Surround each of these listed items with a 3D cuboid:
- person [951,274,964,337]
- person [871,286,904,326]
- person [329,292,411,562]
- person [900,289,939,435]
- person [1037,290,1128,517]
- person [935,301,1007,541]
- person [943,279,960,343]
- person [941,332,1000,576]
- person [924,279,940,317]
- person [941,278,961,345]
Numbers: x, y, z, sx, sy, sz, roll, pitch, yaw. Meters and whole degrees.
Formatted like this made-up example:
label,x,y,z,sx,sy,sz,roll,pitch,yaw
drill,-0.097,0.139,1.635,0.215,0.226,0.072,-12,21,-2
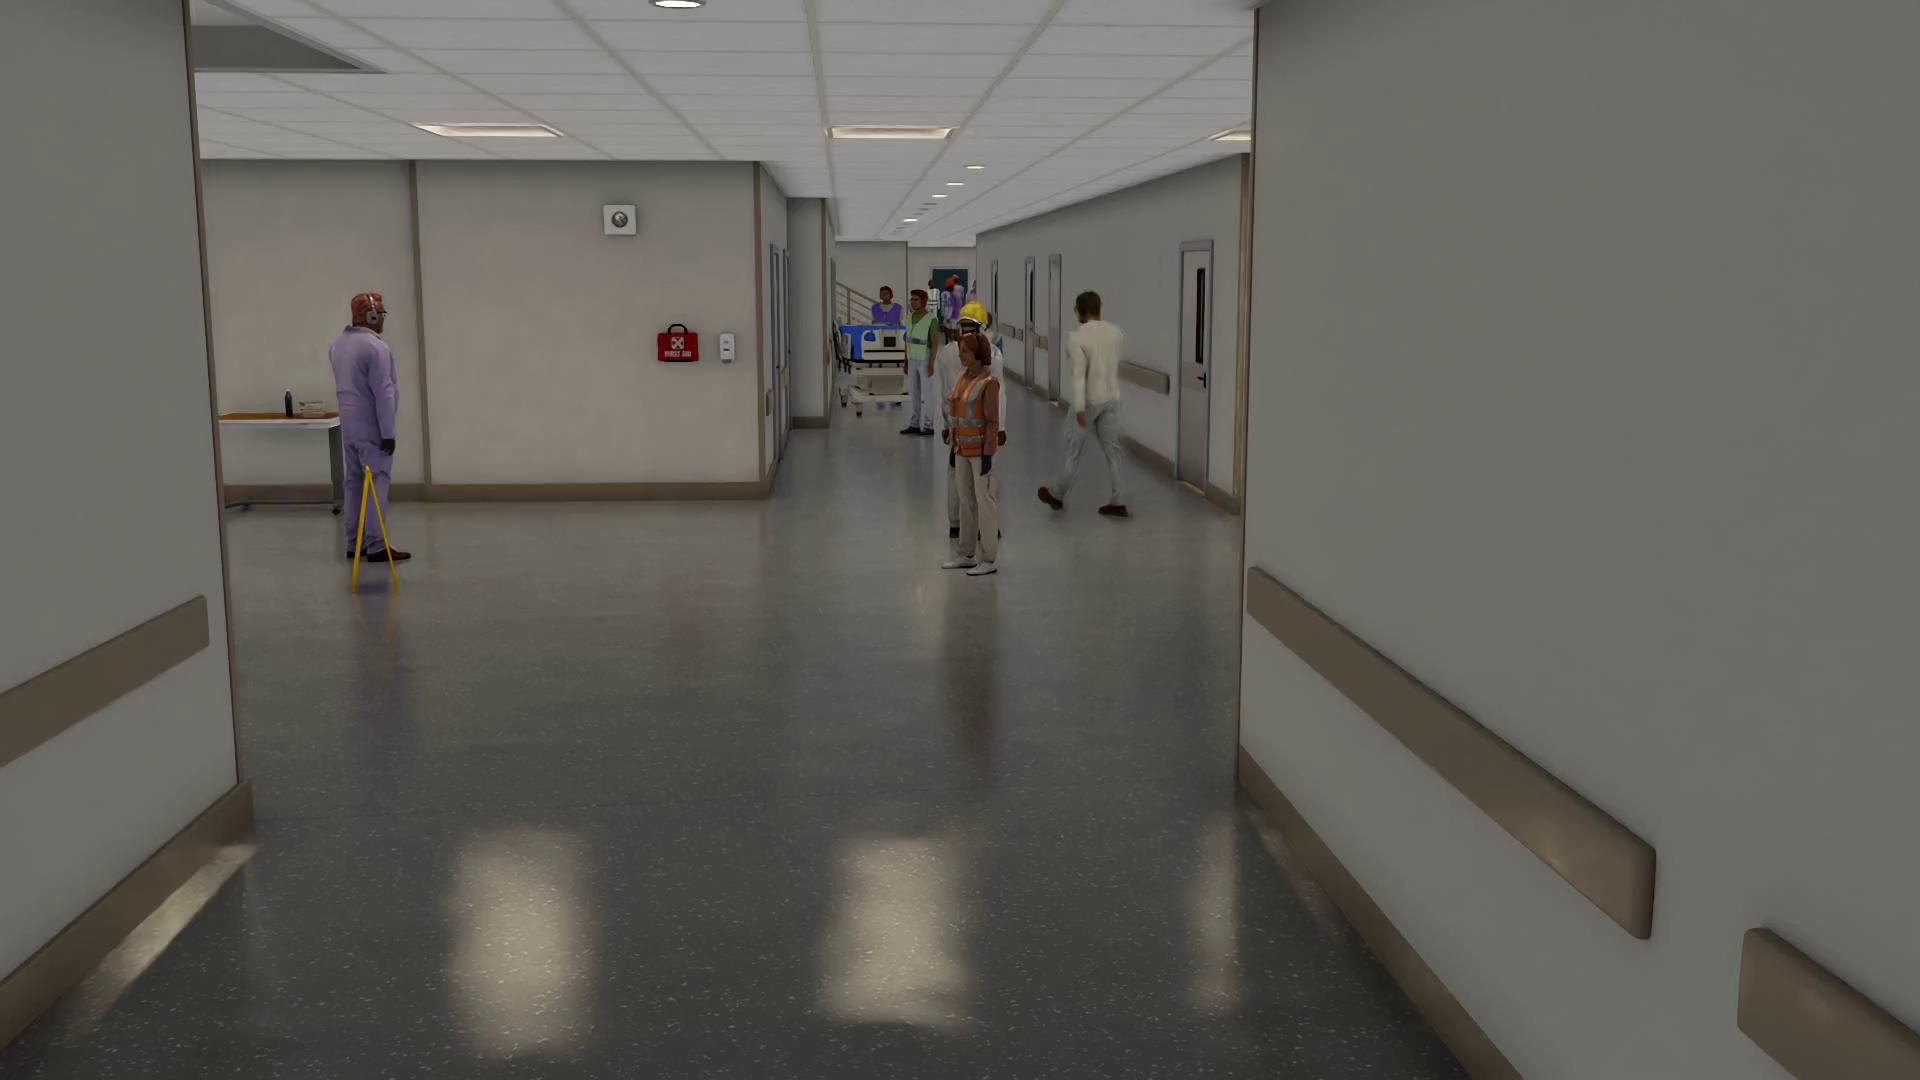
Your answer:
label,x,y,z,sx,sy,sz,roll,pitch,yaw
person,-0.156,-7.629,54.246,0.607,2.044,0.374,-6,11,-35
person,-1.229,-3.349,27.998,0.569,1.845,0.385,2,9,11
person,-4.169,-0.793,11.790,0.644,1.904,0.401,8,12,40
person,-0.495,-2.254,21.120,0.389,1.846,0.567,-9,12,-43
person,1.075,-1.162,14.127,0.639,1.888,0.997,-7,11,-36
person,0.098,-0.904,12.729,0.592,1.824,0.403,6,11,32
person,-0.208,-5.762,42.934,0.607,1.914,0.557,-1,9,-3
person,0.096,-0.584,11.283,0.307,1.641,0.513,-6,11,-32
person,-0.946,-7.690,55.145,0.586,1.877,0.343,-2,9,-14
person,-0.255,-6.249,45.915,0.551,1.937,0.357,-1,9,-9
